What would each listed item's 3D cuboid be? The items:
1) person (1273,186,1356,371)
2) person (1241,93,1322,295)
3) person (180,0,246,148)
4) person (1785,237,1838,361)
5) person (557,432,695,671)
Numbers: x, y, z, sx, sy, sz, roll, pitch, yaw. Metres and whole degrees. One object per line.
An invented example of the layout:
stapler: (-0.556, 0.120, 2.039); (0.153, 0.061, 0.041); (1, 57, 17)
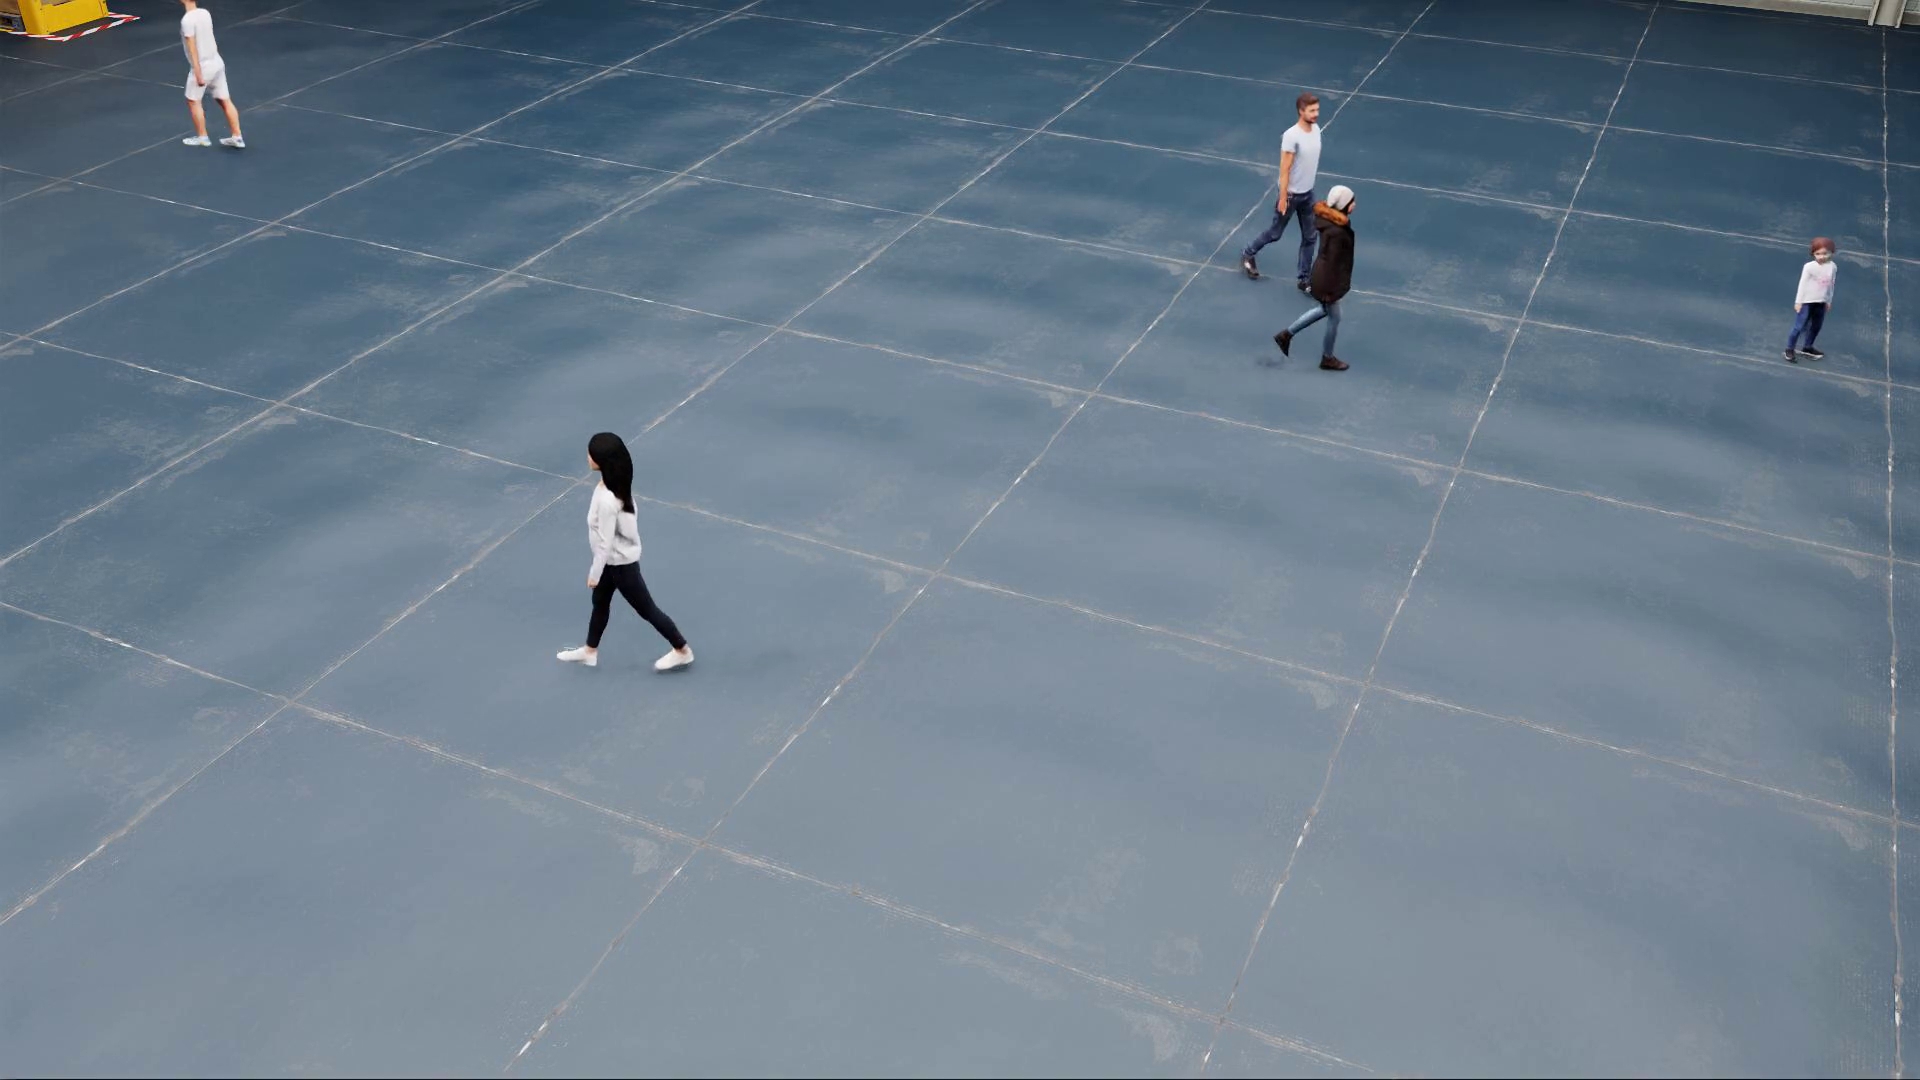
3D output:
person: (2.998, -2.168, 13.806); (0.983, 1.622, 0.814); (1, 32, 1)
person: (2.988, -3.185, 15.221); (0.982, 1.832, 1.258); (-22, 39, -31)
person: (-8.300, -5.253, 18.496); (0.977, 1.835, 0.833); (5, 33, 8)
person: (7.253, -2.047, 14.112); (0.567, 1.090, 0.666); (-10, 33, -15)
person: (-1.977, 0.131, 10.129); (1.177, 1.657, 0.998); (-4, 32, -6)
